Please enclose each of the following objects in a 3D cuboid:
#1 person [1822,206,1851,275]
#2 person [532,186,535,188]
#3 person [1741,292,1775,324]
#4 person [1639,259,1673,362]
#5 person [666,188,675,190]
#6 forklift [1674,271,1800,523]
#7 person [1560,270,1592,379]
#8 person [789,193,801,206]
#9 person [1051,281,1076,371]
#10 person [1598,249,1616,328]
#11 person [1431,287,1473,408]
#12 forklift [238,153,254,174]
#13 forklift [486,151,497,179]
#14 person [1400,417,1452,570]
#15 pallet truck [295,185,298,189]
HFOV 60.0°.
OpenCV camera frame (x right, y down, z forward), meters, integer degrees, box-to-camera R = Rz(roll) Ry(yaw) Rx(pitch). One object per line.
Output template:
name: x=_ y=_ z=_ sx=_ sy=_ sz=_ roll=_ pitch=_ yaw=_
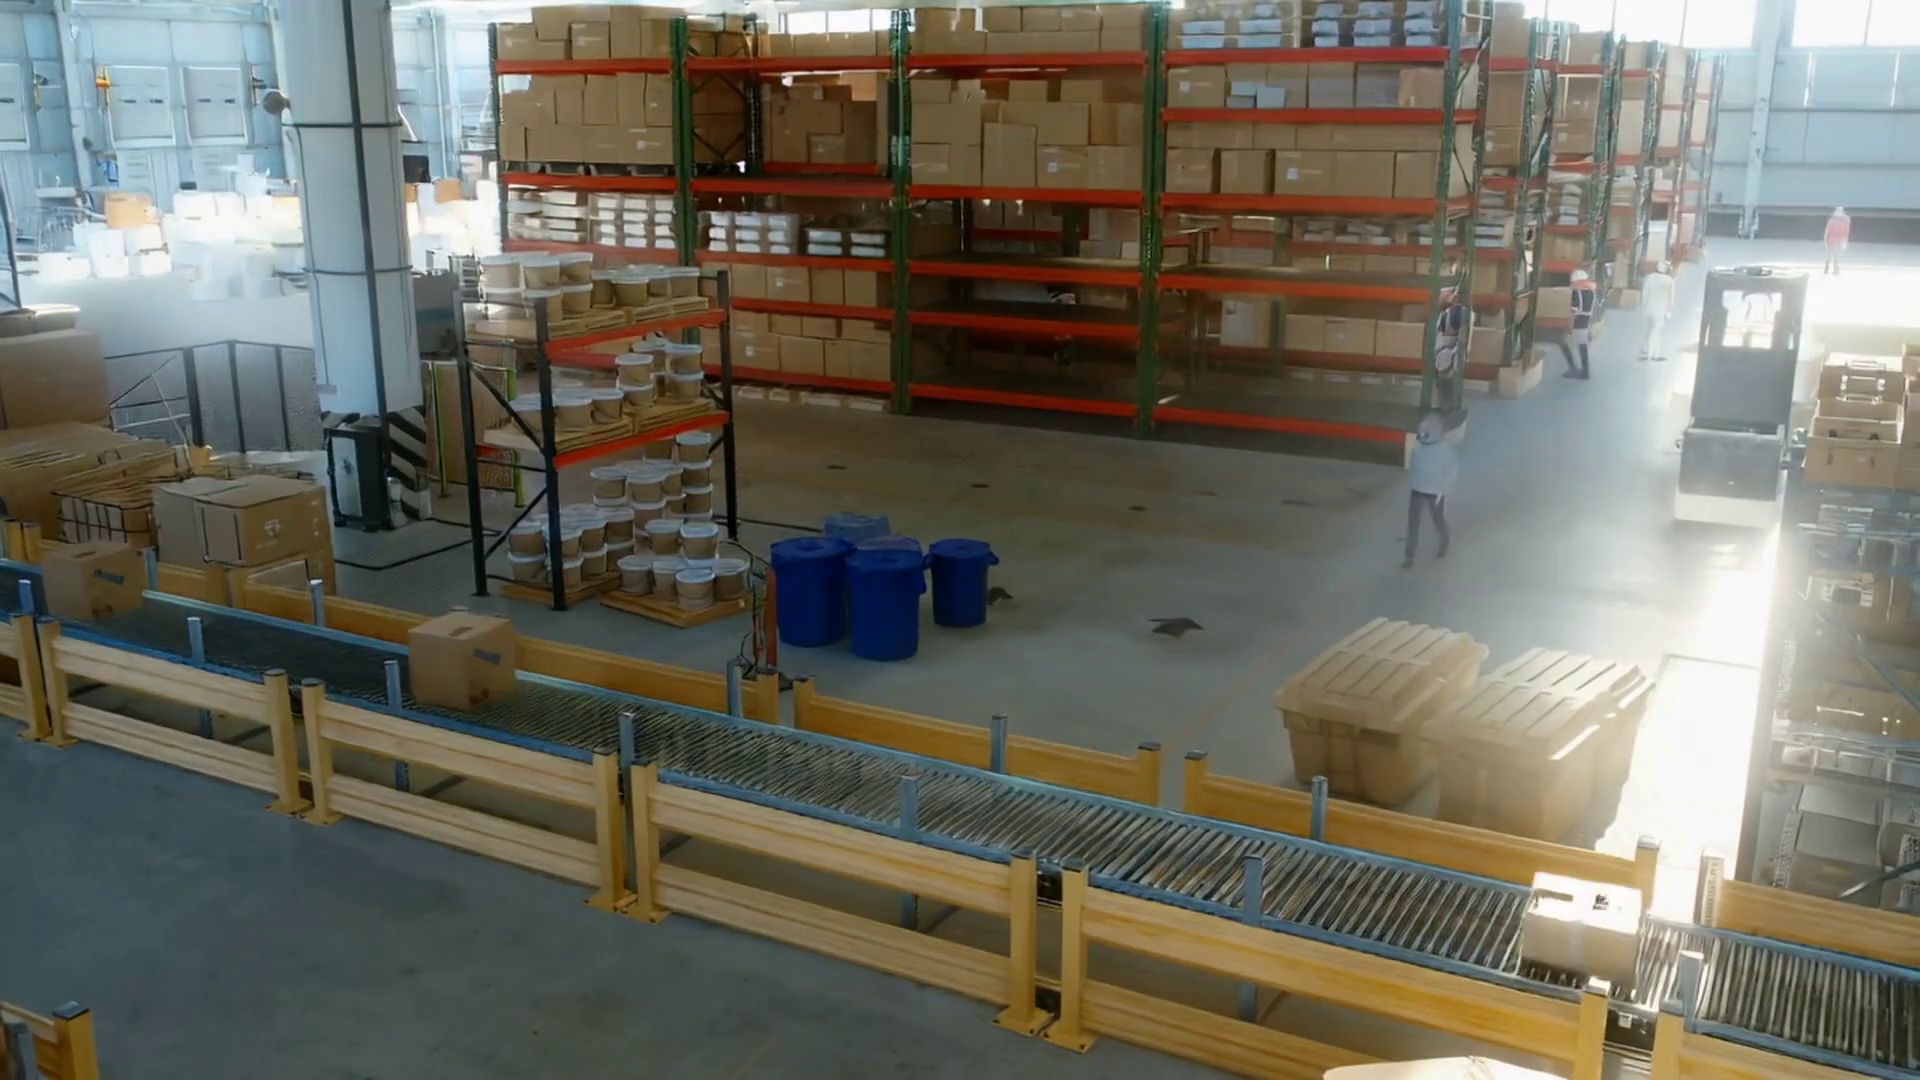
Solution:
person: x=24.451 y=-8.362 z=46.406 sx=0.646 sy=1.904 sz=0.401 roll=7 pitch=16 yaw=24
person: x=-17.011 y=-13.490 z=66.081 sx=0.534 sy=1.695 sz=0.318 roll=2 pitch=15 yaw=8
person: x=14.414 y=-3.863 z=30.039 sx=0.521 sy=1.610 sz=0.555 roll=12 pitch=19 yaw=37
person: x=13.073 y=-4.304 z=31.168 sx=0.400 sy=1.899 sz=0.649 roll=-7 pitch=16 yaw=-25
person: x=-10.413 y=-11.947 z=59.843 sx=0.641 sy=1.922 sz=0.486 roll=4 pitch=16 yaw=16
forklift: x=9.269 y=-1.763 z=19.726 sx=1.129 sy=2.768 sz=1.873 roll=8 pitch=17 yaw=27
person: x=10.816 y=-3.763 z=29.133 sx=0.687 sy=1.889 sz=0.609 roll=-12 pitch=19 yaw=-37
person: x=-5.332 y=-10.308 z=53.670 sx=0.407 sy=1.933 sz=0.585 roll=-14 pitch=20 yaw=-42
person: x=1.852 y=-3.894 z=30.008 sx=0.529 sy=1.694 sz=0.321 roll=-8 pitch=17 yaw=-27
person: x=13.851 y=-5.394 z=35.658 sx=0.319 sy=1.694 sz=0.535 roll=7 pitch=17 yaw=26
person: x=7.688 y=-3.003 z=26.037 sx=0.627 sy=2.028 sz=0.422 roll=-1 pitch=15 yaw=-5
forklift: x=-26.170 y=-12.804 z=61.235 sx=1.873 sy=2.768 sz=1.129 roll=-3 pitch=15 yaw=-10
forklift: x=-17.910 y=-13.610 z=64.264 sx=1.873 sy=2.768 sz=1.129 roll=1 pitch=15 yaw=2
person: x=4.954 y=-0.524 z=17.523 sx=0.496 sy=1.602 sz=0.815 roll=12 pitch=19 yaw=39
pallet truck: x=-26.804 y=-14.617 z=69.738 sx=1.885 sy=1.965 sz=0.823 roll=-14 pitch=20 yaw=-42
